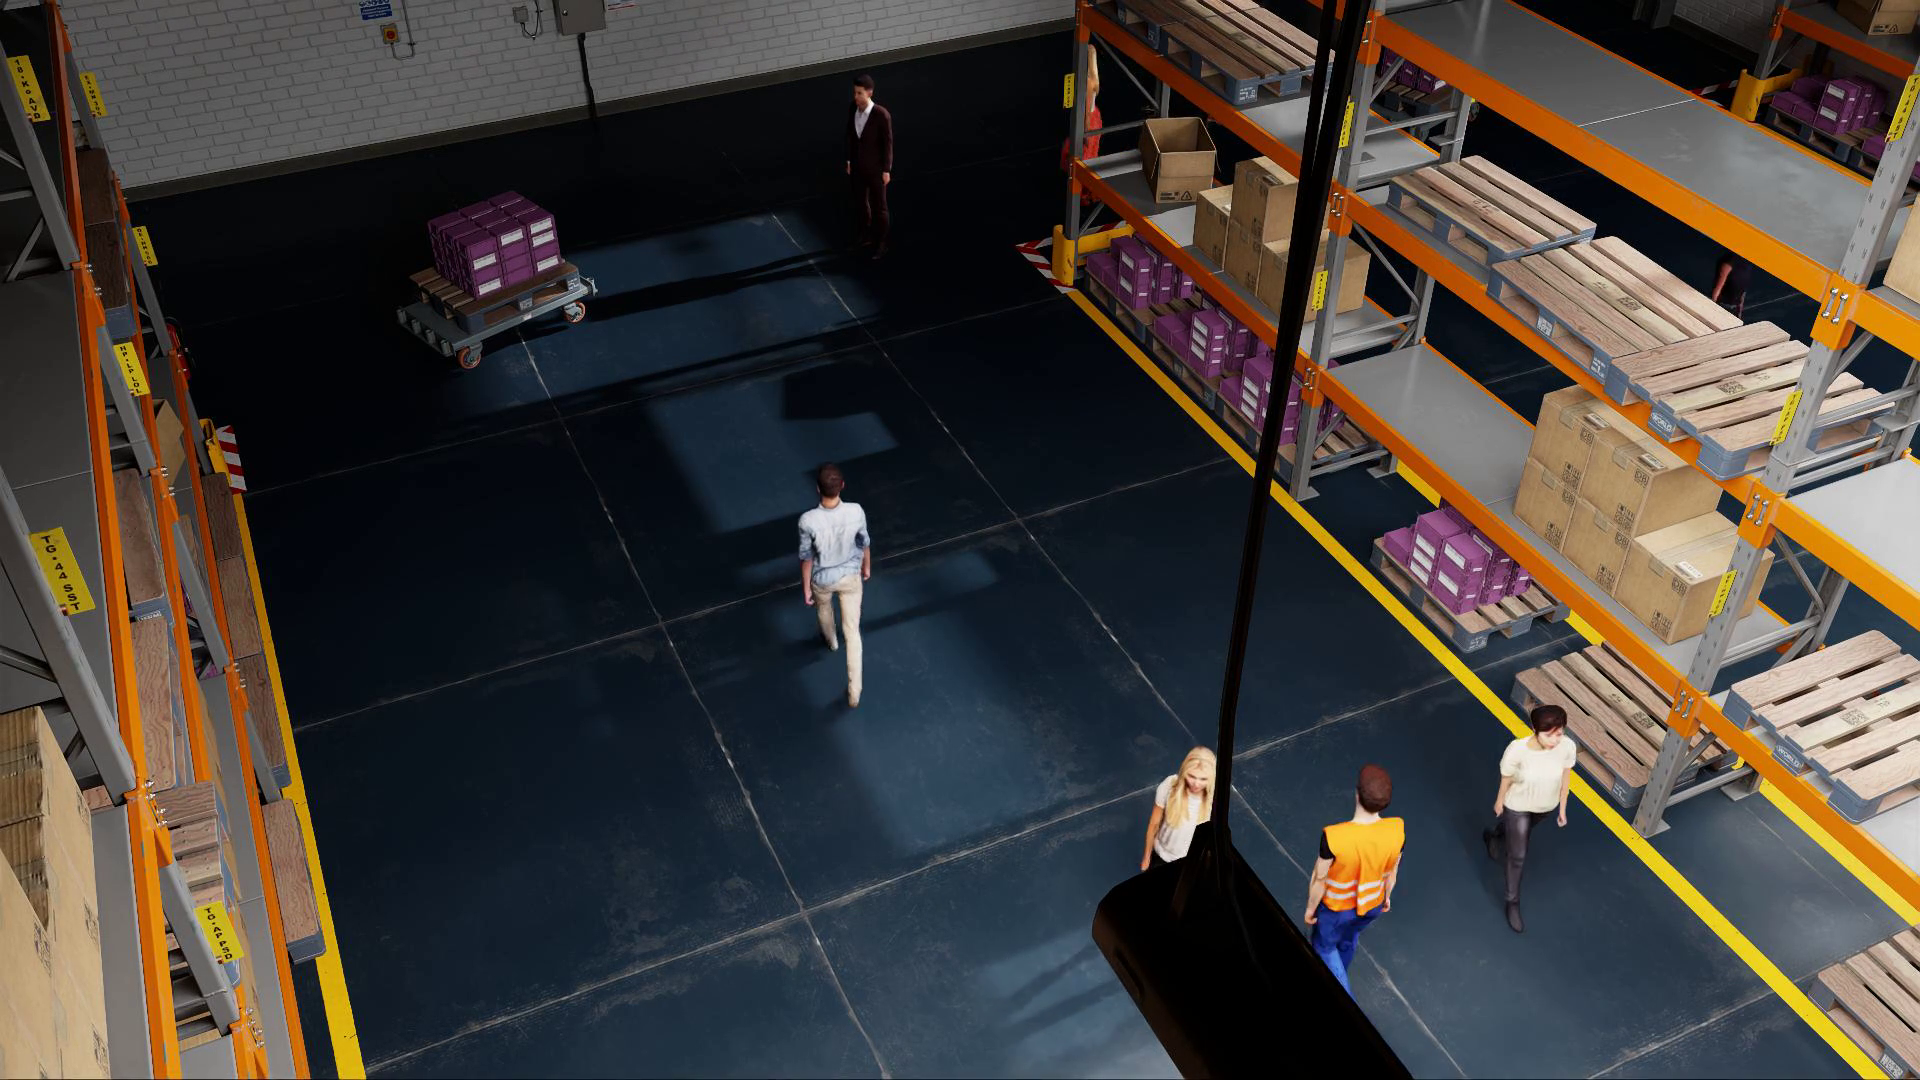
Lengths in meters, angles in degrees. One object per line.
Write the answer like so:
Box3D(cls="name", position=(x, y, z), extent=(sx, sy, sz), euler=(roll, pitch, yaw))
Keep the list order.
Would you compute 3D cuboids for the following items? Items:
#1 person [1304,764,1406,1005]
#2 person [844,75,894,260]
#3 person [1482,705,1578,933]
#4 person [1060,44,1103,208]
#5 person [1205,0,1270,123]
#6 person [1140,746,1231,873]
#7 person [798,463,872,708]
Box3D(cls="person", position=(2.196, 2.048, 9.220), extent=(0.822, 1.870, 1.085), euler=(-7, 39, -9))
Box3D(cls="person", position=(-0.900, -3.704, 16.426), extent=(0.711, 1.864, 0.834), euler=(23, 44, 26))
Box3D(cls="person", position=(3.427, 1.551, 10.097), extent=(0.759, 1.551, 1.051), euler=(-6, 39, -7))
Box3D(cls="person", position=(1.402, -4.244, 17.162), extent=(0.936, 1.791, 0.899), euler=(6, 39, 8))
Box3D(cls="person", position=(3.160, -5.555, 18.820), extent=(0.934, 1.771, 1.215), euler=(-27, 46, -30))
Box3D(cls="person", position=(1.281, 1.786, 9.594), extent=(0.858, 1.813, 0.951), euler=(6, 39, 7))
Box3D(cls="person", position=(-0.831, 0.327, 11.418), extent=(0.873, 1.816, 1.288), euler=(-7, 39, -9))
